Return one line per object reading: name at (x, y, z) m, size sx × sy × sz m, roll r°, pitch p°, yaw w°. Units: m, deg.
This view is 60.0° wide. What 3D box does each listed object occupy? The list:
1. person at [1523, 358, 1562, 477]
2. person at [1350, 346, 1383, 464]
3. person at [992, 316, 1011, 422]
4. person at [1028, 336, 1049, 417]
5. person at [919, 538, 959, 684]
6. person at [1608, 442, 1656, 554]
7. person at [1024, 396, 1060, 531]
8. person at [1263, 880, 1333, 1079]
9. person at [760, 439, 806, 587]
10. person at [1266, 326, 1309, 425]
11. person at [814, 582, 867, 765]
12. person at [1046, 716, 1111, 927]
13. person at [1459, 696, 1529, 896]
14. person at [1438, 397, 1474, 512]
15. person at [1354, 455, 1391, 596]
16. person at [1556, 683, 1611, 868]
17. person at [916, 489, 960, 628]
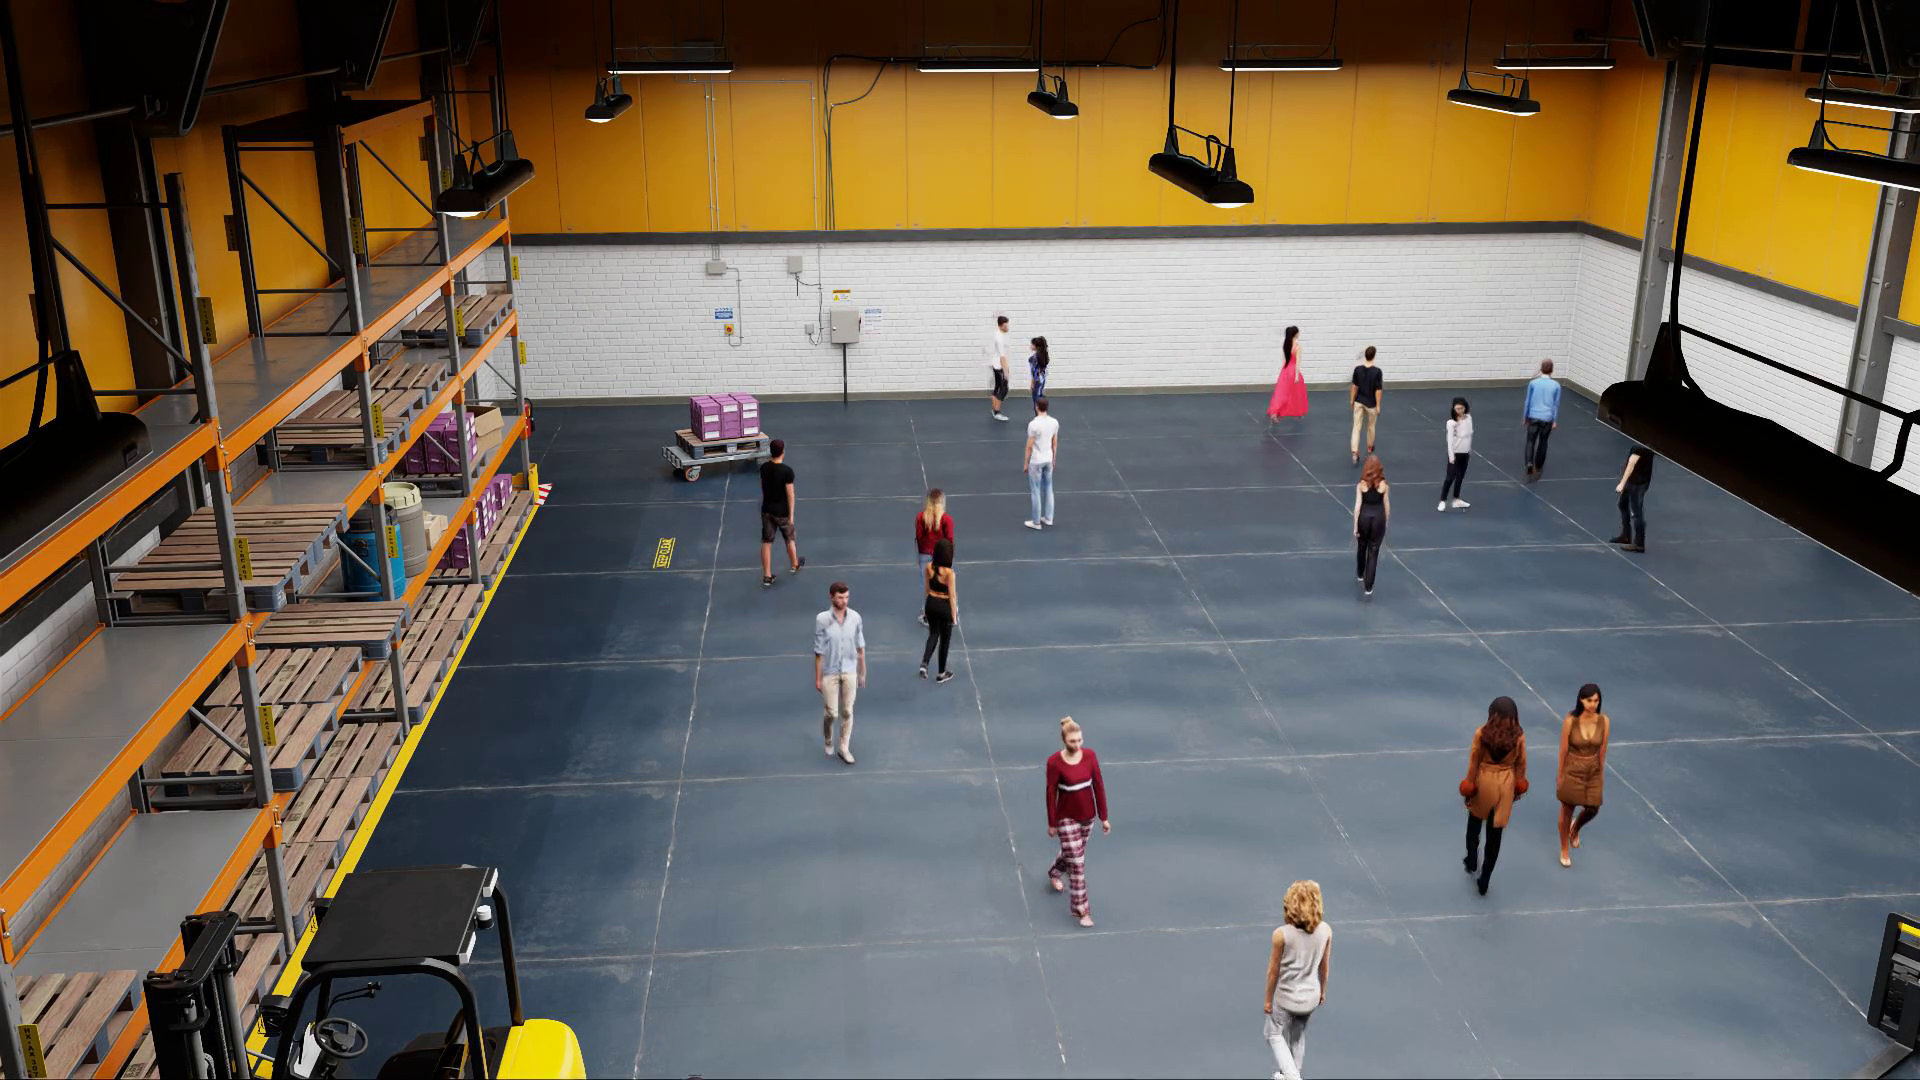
person at (8.829, -1.847, 25.314) m, size 1.015 × 1.792 × 1.231 m, roll 8°, pitch 20°, yaw 22°
person at (6.302, -2.073, 25.962) m, size 1.047 × 1.808 × 1.254 m, roll 9°, pitch 21°, yaw 25°
person at (0.681, -2.989, 28.659) m, size 0.933 × 1.823 × 0.432 m, roll -5°, pitch 19°, yaw -15°
person at (1.315, -2.664, 28.028) m, size 0.817 × 1.609 × 0.635 m, roll 9°, pitch 21°, yaw 25°
person at (-0.269, 0.786, 17.749) m, size 0.781 × 1.632 × 0.863 m, roll 11°, pitch 22°, yaw 30°
person at (9.002, -0.732, 21.869) m, size 0.915 × 1.879 × 0.848 m, roll 11°, pitch 21°, yaw 29°
person at (1.119, -1.063, 22.895) m, size 0.749 × 1.851 × 0.764 m, roll -13°, pitch 23°, yaw -34°
person at (2.241, 3.044, 11.002) m, size 0.681 × 1.658 × 0.813 m, roll -5°, pitch 19°, yaw -14°
person at (-2.336, -0.318, 20.729) m, size 0.977 × 1.820 × 1.198 m, roll 6°, pitch 20°, yaw 17°
person at (5.526, -2.749, 28.169) m, size 1.062 × 1.681 × 1.099 m, roll -15°, pitch 24°, yaw -38°
person at (-1.196, 1.251, 16.047) m, size 0.757 × 1.835 × 0.786 m, roll -8°, pitch 20°, yaw -22°
person at (0.896, 2.214, 13.460) m, size 0.889 × 1.662 × 1.122 m, roll -9°, pitch 21°, yaw -26°
person at (4.389, 2.124, 13.665) m, size 0.845 × 1.703 × 0.917 m, roll 4°, pitch 19°, yaw 12°
person at (7.133, -1.253, 23.731) m, size 0.767 × 1.678 × 0.803 m, roll 14°, pitch 23°, yaw 36°
person at (5.052, -0.145, 20.406) m, size 0.843 × 1.699 × 1.233 m, roll 4°, pitch 19°, yaw 13°
person at (5.248, 1.967, 14.165) m, size 0.591 × 1.680 × 0.689 m, roll 1°, pitch 19°, yaw 2°
person at (-0.309, 0.213, 19.478) m, size 0.719 × 1.614 × 0.835 m, roll 1°, pitch 19°, yaw 4°
